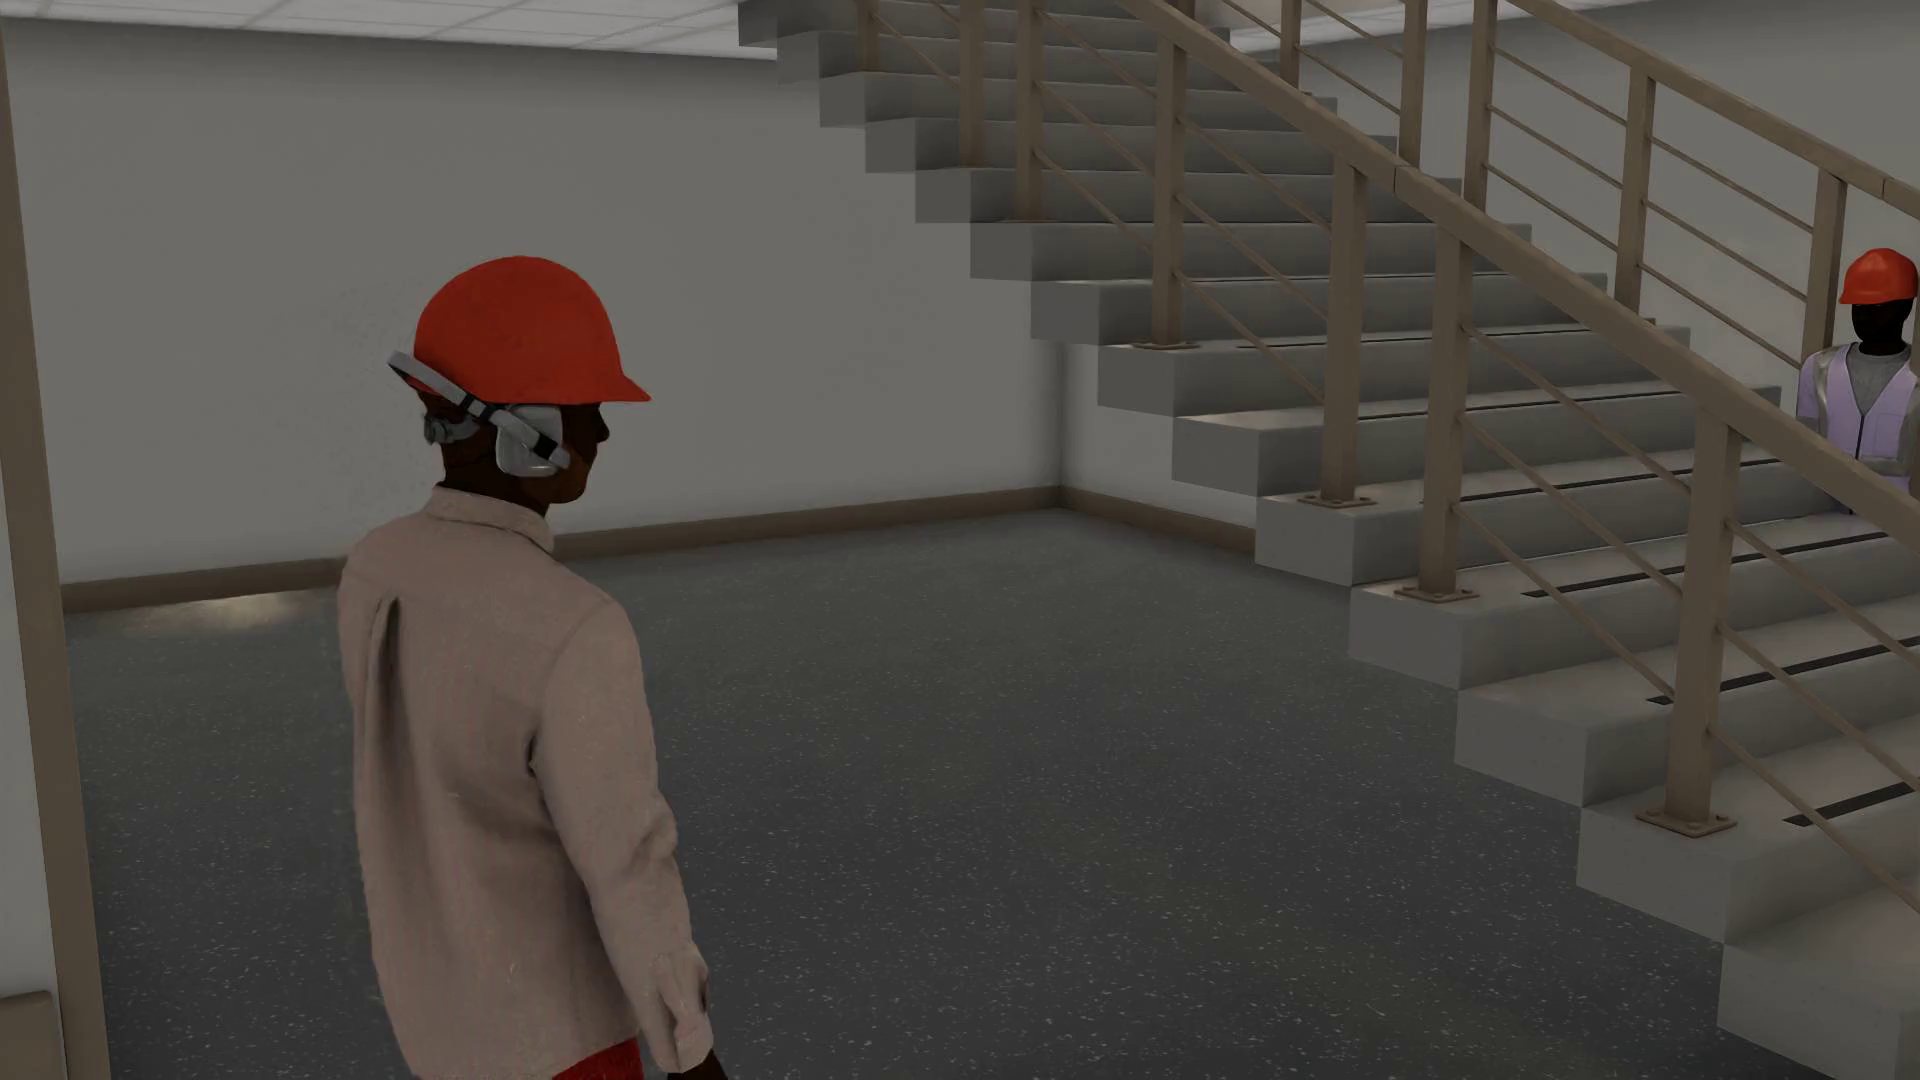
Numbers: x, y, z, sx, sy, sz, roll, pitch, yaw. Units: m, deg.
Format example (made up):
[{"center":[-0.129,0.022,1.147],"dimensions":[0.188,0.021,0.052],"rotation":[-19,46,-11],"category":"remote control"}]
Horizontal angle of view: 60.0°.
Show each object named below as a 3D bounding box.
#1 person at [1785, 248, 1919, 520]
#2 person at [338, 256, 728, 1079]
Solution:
[{"center":[3.193,-0.053,5.897],"dimensions":[0.374,1.935,0.552],"rotation":[-10,15,-43],"category":"person"},{"center":[-0.580,0.612,2.277],"dimensions":[0.432,1.976,0.639],"rotation":[-10,15,-42],"category":"person"}]
